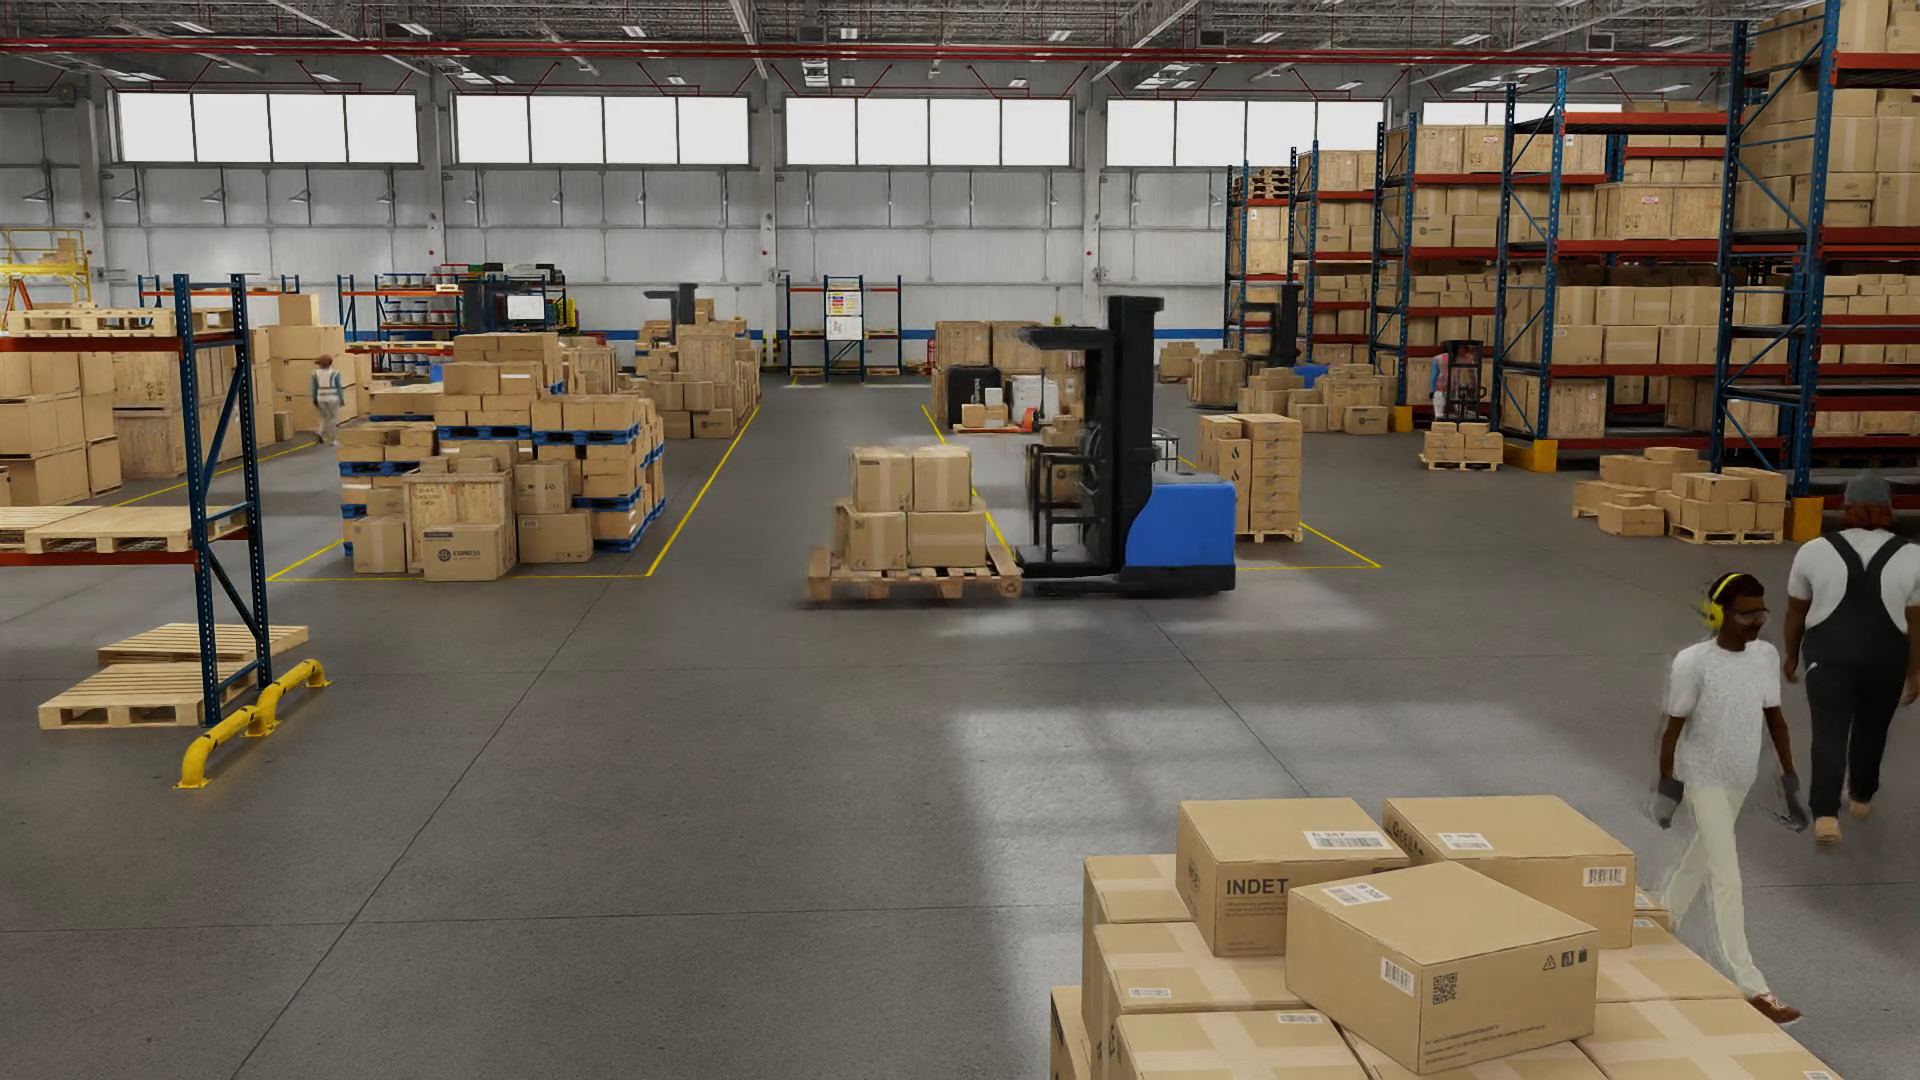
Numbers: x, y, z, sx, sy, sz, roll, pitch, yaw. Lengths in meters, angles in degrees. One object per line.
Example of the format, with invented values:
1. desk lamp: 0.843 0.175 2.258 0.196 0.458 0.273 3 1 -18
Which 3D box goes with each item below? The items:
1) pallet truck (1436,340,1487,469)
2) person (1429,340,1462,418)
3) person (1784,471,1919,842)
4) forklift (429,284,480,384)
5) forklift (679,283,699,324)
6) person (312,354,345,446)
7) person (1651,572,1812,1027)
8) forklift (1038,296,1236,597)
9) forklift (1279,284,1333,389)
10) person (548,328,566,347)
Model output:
1. pallet truck: 8.004 -2.170 26.422 0.823 1.965 1.885 2 9 14
2. person: 8.929 -2.768 30.672 0.633 1.839 0.429 -3 10 -18
3. person: 4.818 0.588 8.964 0.685 2.000 1.062 5 10 28
4. forklift: -10.698 -4.219 36.521 1.873 2.768 1.129 -3 9 -16
5. forklift: -6.787 -5.041 41.681 1.873 2.768 1.129 -1 9 -4
6. person: -11.214 -2.481 29.539 0.525 1.628 0.364 1 9 5
7. person: 3.198 1.032 6.889 0.509 1.819 0.962 -4 10 -22
8. forklift: 1.632 -0.924 15.832 1.873 2.768 1.129 -1 9 -4
9. forklift: 7.140 -4.142 36.041 1.873 2.768 1.129 2 9 14
10. person: -8.431 -3.440 34.582 0.628 1.940 0.373 1 9 6
